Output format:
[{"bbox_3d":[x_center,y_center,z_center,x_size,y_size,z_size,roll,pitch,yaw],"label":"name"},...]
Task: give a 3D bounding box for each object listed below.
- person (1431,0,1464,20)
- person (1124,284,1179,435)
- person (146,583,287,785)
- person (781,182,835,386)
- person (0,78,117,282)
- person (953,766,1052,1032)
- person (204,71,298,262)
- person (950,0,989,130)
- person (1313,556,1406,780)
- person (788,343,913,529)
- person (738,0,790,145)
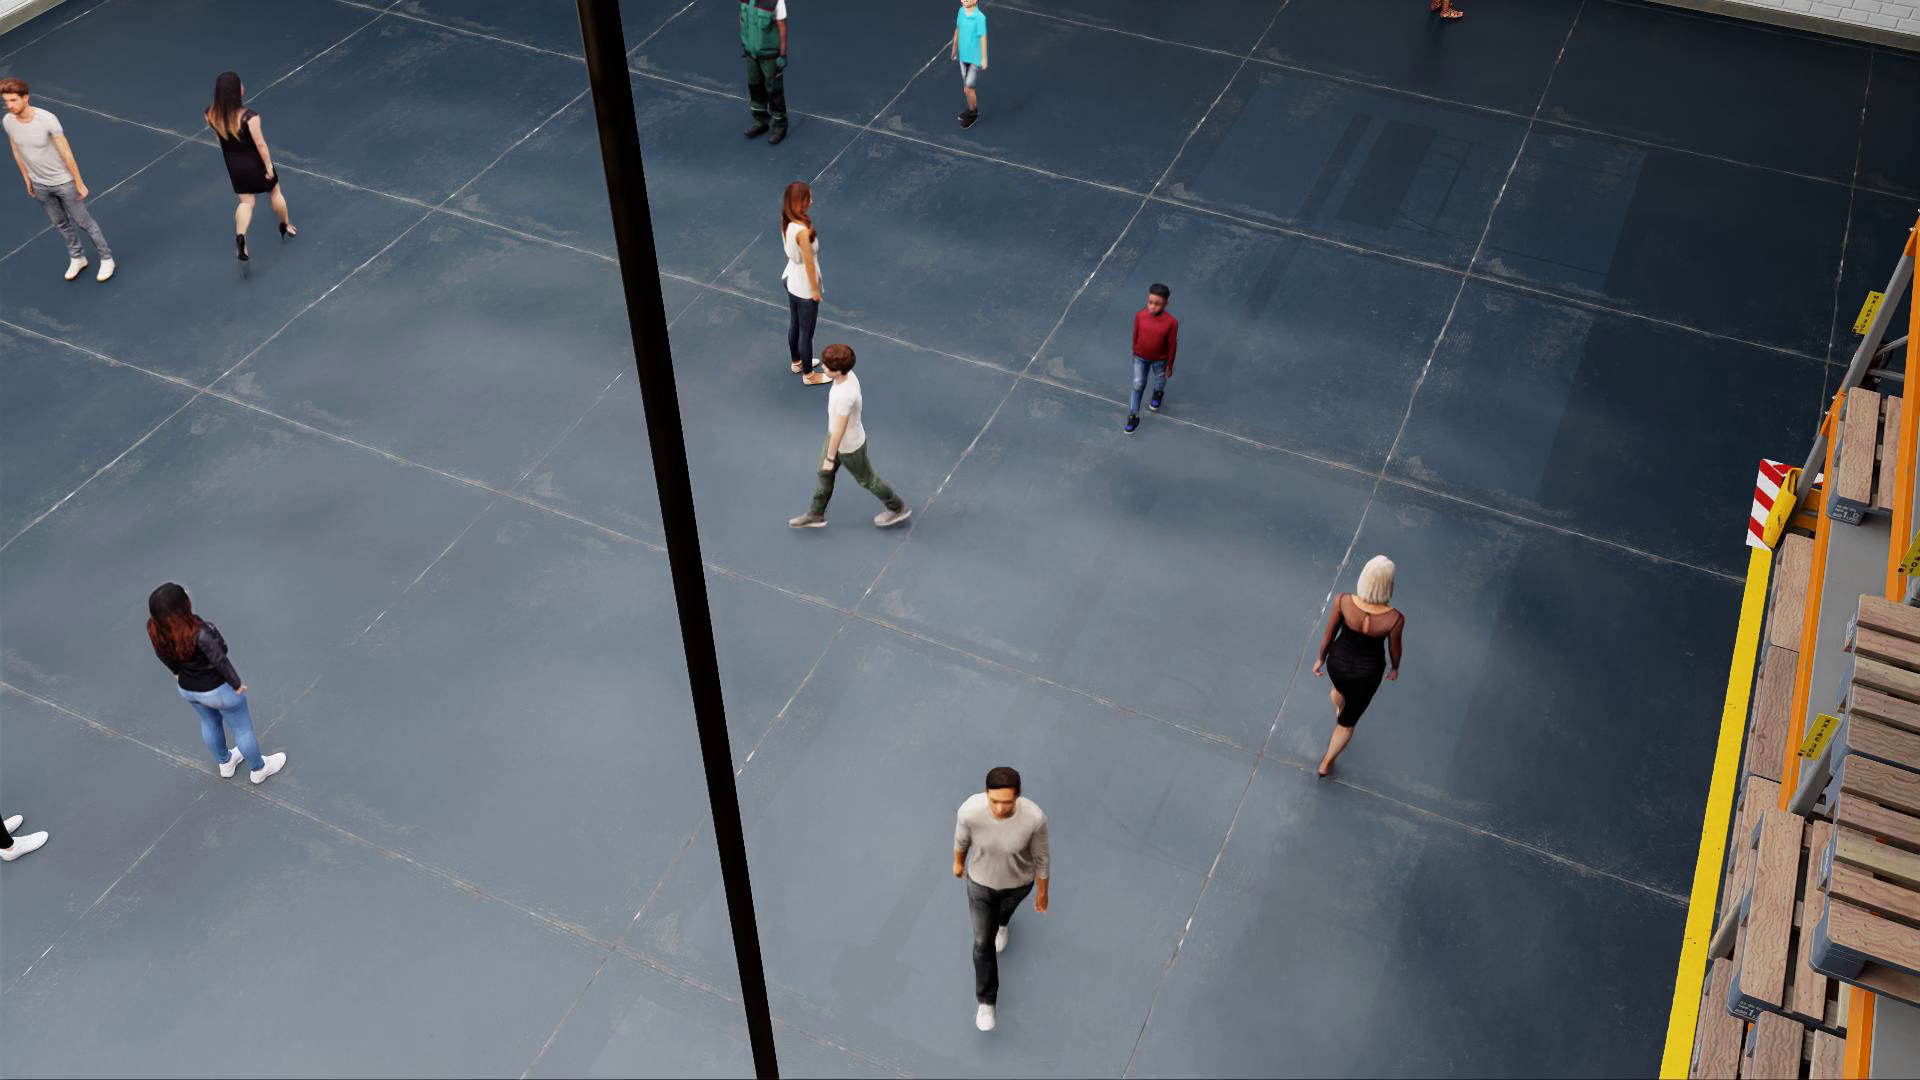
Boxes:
[{"bbox_3d":[5.318,-6.440,17.767,0.727,1.719,0.652,-10,45,-11],"label":"person"},{"bbox_3d":[1.520,-1.474,12.916,0.546,1.221,0.864,15,46,15],"label":"person"},{"bbox_3d":[-4.587,0.875,10.151,0.660,1.633,0.587,13,45,13],"label":"person"},{"bbox_3d":[-1.260,-2.011,13.073,0.715,1.782,0.674,-18,46,-18],"label":"person"},{"bbox_3d":[-7.679,-3.069,14.103,0.726,1.892,0.674,4,44,4],"label":"person"},{"bbox_3d":[0.231,1.755,9.124,0.968,1.776,1.219,2,44,2],"label":"person"},{"bbox_3d":[-6.187,-3.187,14.373,0.857,1.692,1.100,5,44,5],"label":"person"},{"bbox_3d":[0.157,-4.760,16.205,0.686,1.441,0.651,-31,52,-28],"label":"person"},{"bbox_3d":[2.370,0.848,10.121,0.685,1.714,0.980,22,48,21],"label":"person"},{"bbox_3d":[-0.720,-0.682,11.798,1.082,1.616,1.106,-9,44,-9],"label":"person"},{"bbox_3d":[-1.864,-4.669,15.822,0.717,1.839,0.654,25,49,24],"label":"person"}]
